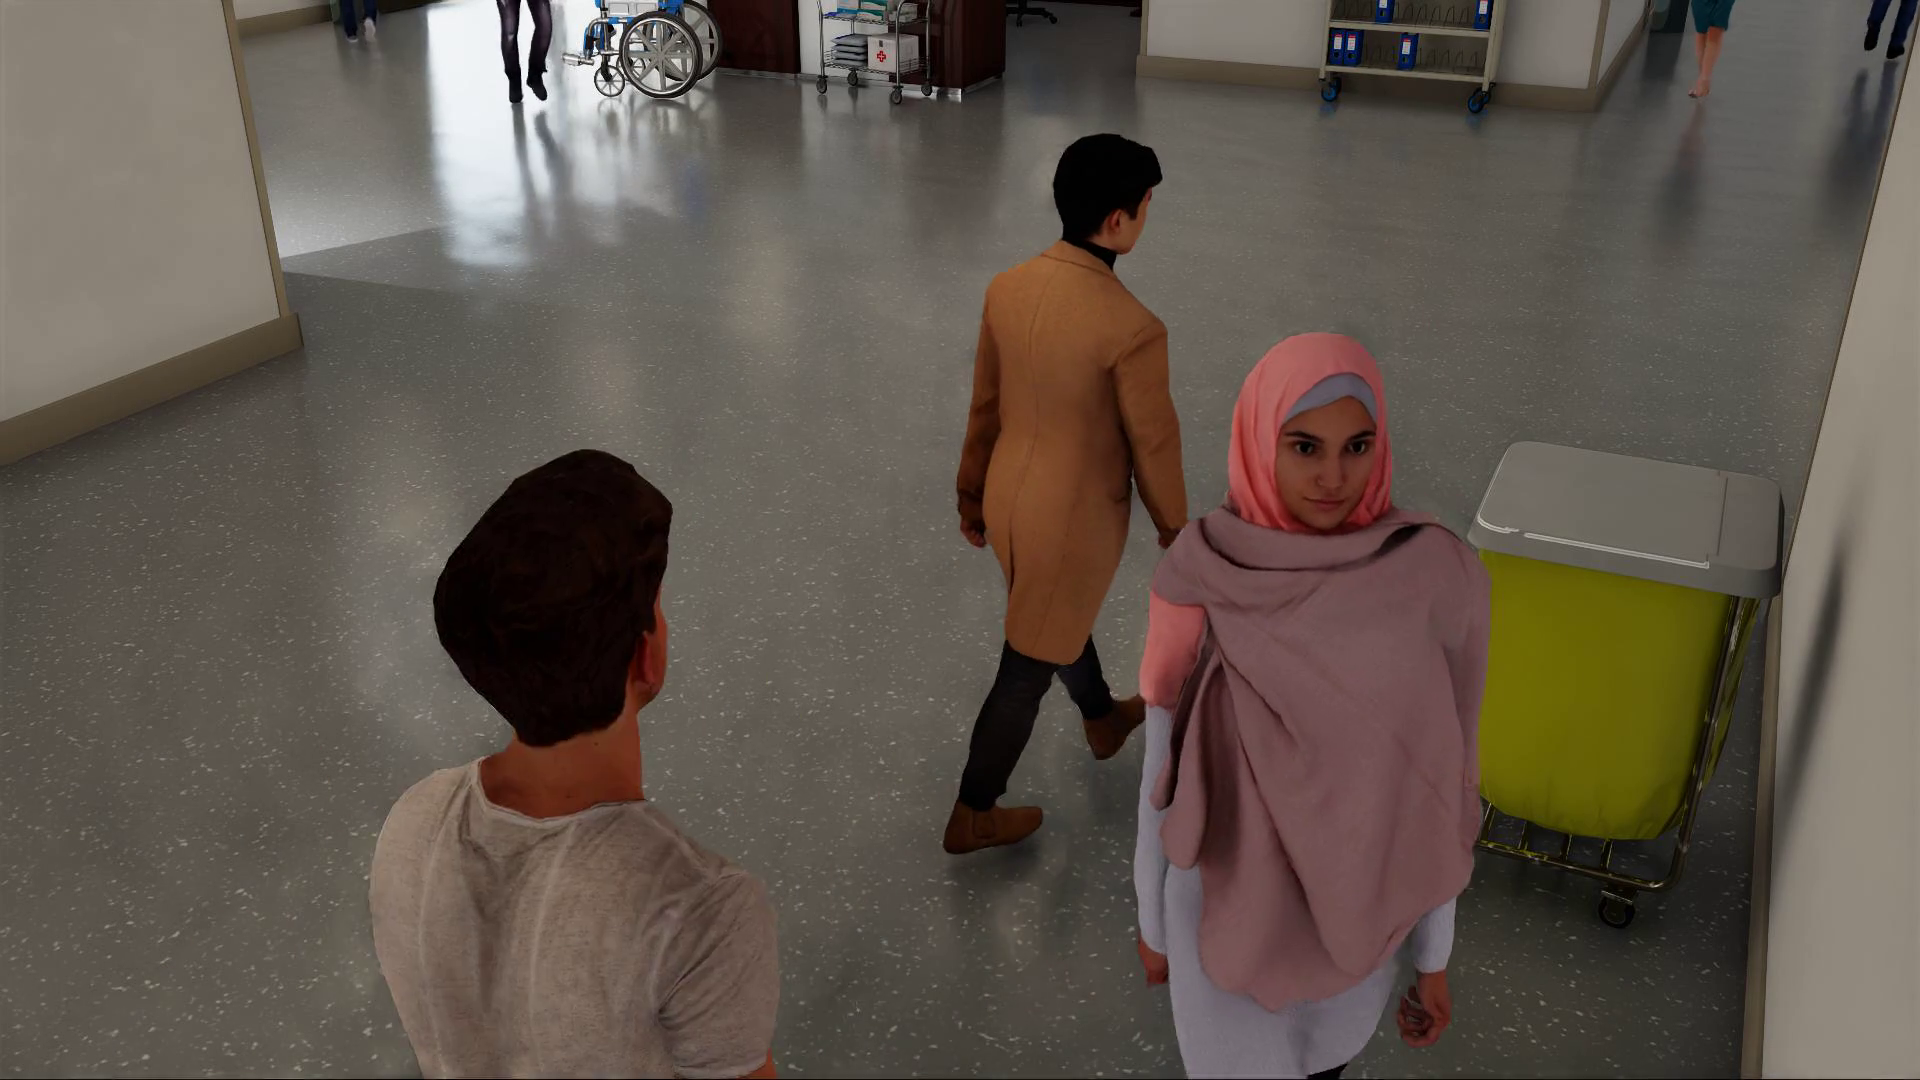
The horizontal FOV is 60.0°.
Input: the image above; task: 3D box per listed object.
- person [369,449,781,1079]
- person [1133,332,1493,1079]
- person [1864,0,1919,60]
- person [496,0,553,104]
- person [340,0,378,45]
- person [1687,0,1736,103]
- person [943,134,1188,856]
[{"bbox_3d":[-0.409,0.867,1.743,0.770,1.867,0.757,12,28,23],"label":"person"},{"bbox_3d":[0.486,0.549,2.515,1.192,1.770,1.054,-1,26,-3],"label":"person"},{"bbox_3d":[7.882,-4.949,13.794,0.866,1.876,0.865,21,33,37],"label":"person"},{"bbox_3d":[-3.230,-4.158,12.232,0.900,1.807,0.943,-9,27,-18],"label":"person"},{"bbox_3d":[-5.317,-5.105,14.497,0.910,1.546,0.995,-11,28,-21],"label":"person"},{"bbox_3d":[5.555,-4.067,12.222,0.948,1.653,0.727,15,30,28],"label":"person"},{"bbox_3d":[0.147,-0.027,3.749,1.008,1.693,1.086,-20,32,-35],"label":"person"}]
